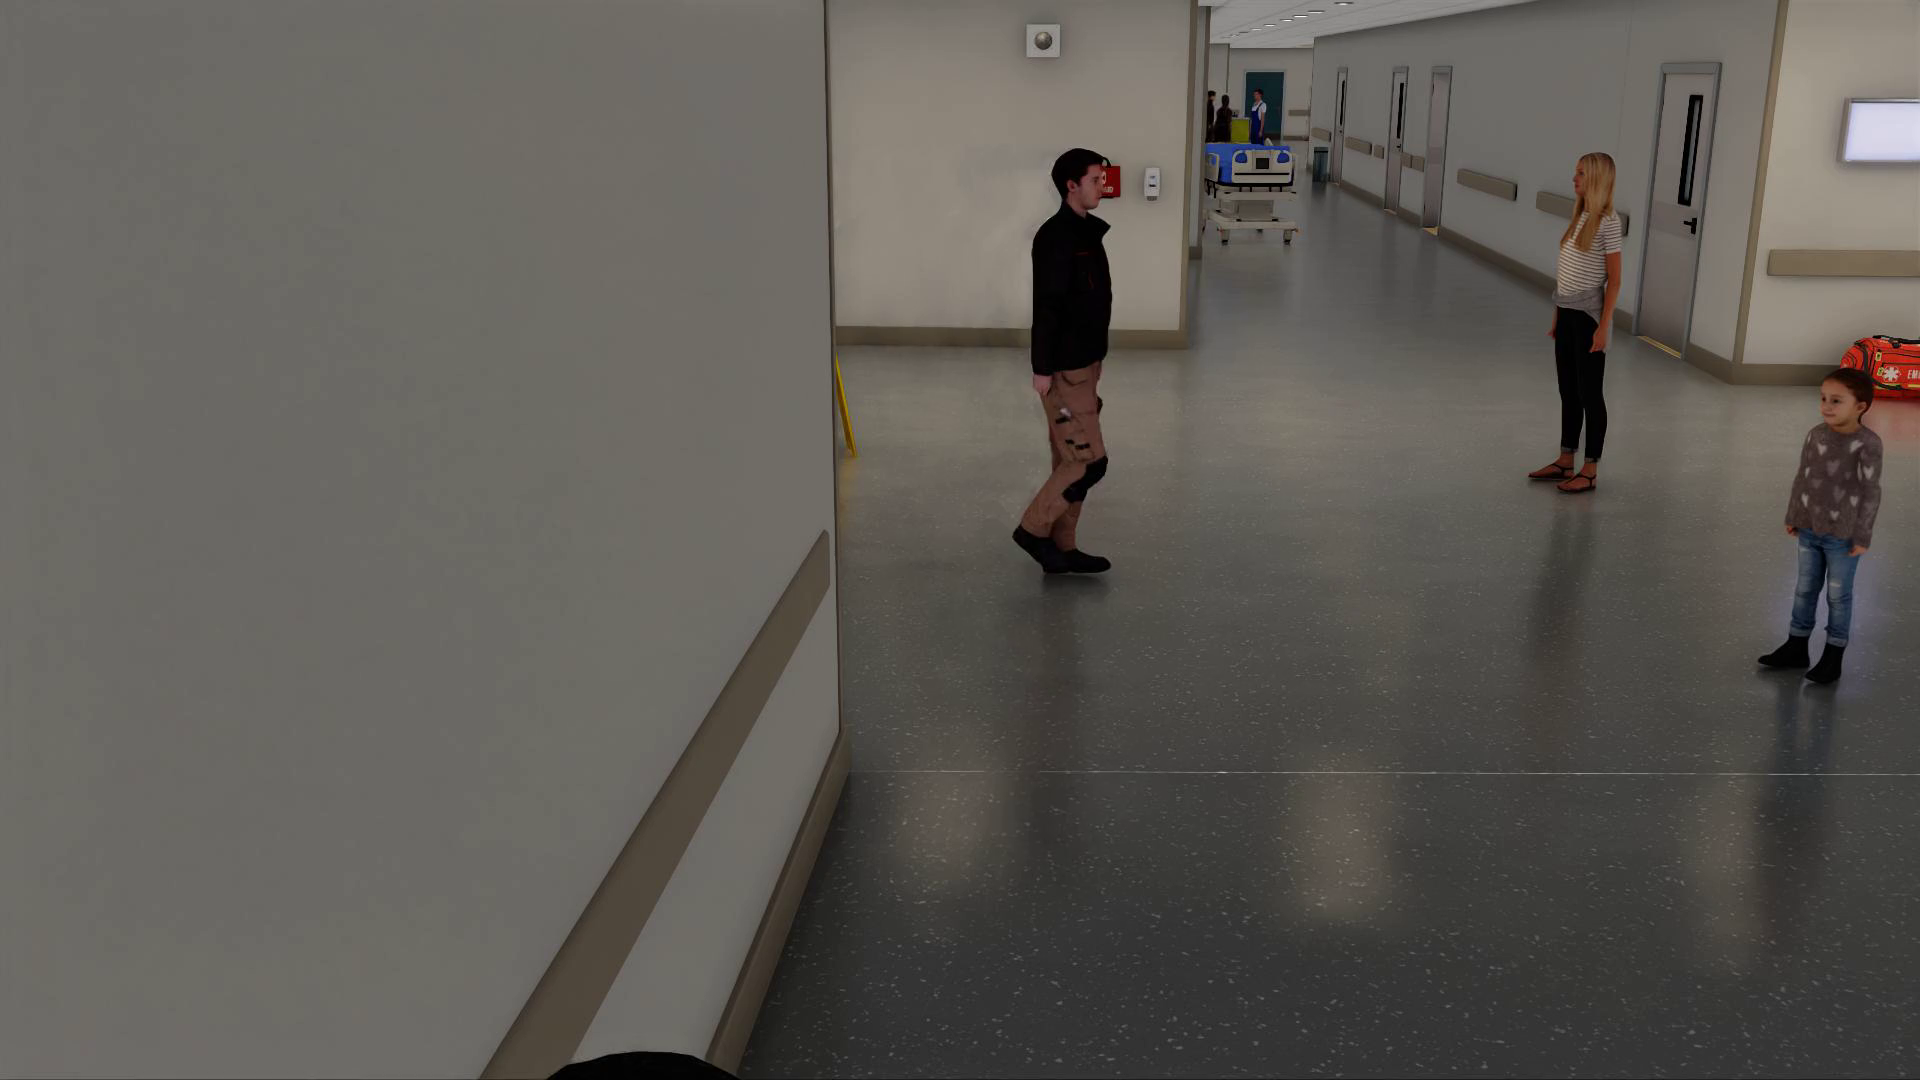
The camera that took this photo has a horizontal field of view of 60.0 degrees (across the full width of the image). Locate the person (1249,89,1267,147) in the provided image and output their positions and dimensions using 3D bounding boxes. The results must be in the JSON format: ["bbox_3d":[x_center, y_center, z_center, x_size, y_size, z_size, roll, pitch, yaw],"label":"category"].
[{"bbox_3d":[7.000,-9.658,39.104,0.744,1.850,0.724,-8,18,-26],"label":"person"}]

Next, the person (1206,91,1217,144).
[{"bbox_3d":[6.883,-11.636,46.379,0.617,1.709,0.675,0,16,-1],"label":"person"}]

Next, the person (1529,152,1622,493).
[{"bbox_3d":[3.421,-1.186,9.097,0.632,1.825,0.671,-4,16,-12],"label":"person"}]

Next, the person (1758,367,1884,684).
[{"bbox_3d":[3.292,-0.061,6.272,0.587,1.194,0.558,-8,18,-26],"label":"person"}]

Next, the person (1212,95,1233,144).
[{"bbox_3d":[5.694,-8.858,36.504,1.074,1.720,1.052,14,21,40],"label":"person"}]

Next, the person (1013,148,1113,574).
[{"bbox_3d":[0.408,-0.769,7.454,0.759,1.915,0.774,5,17,18],"label":"person"}]
